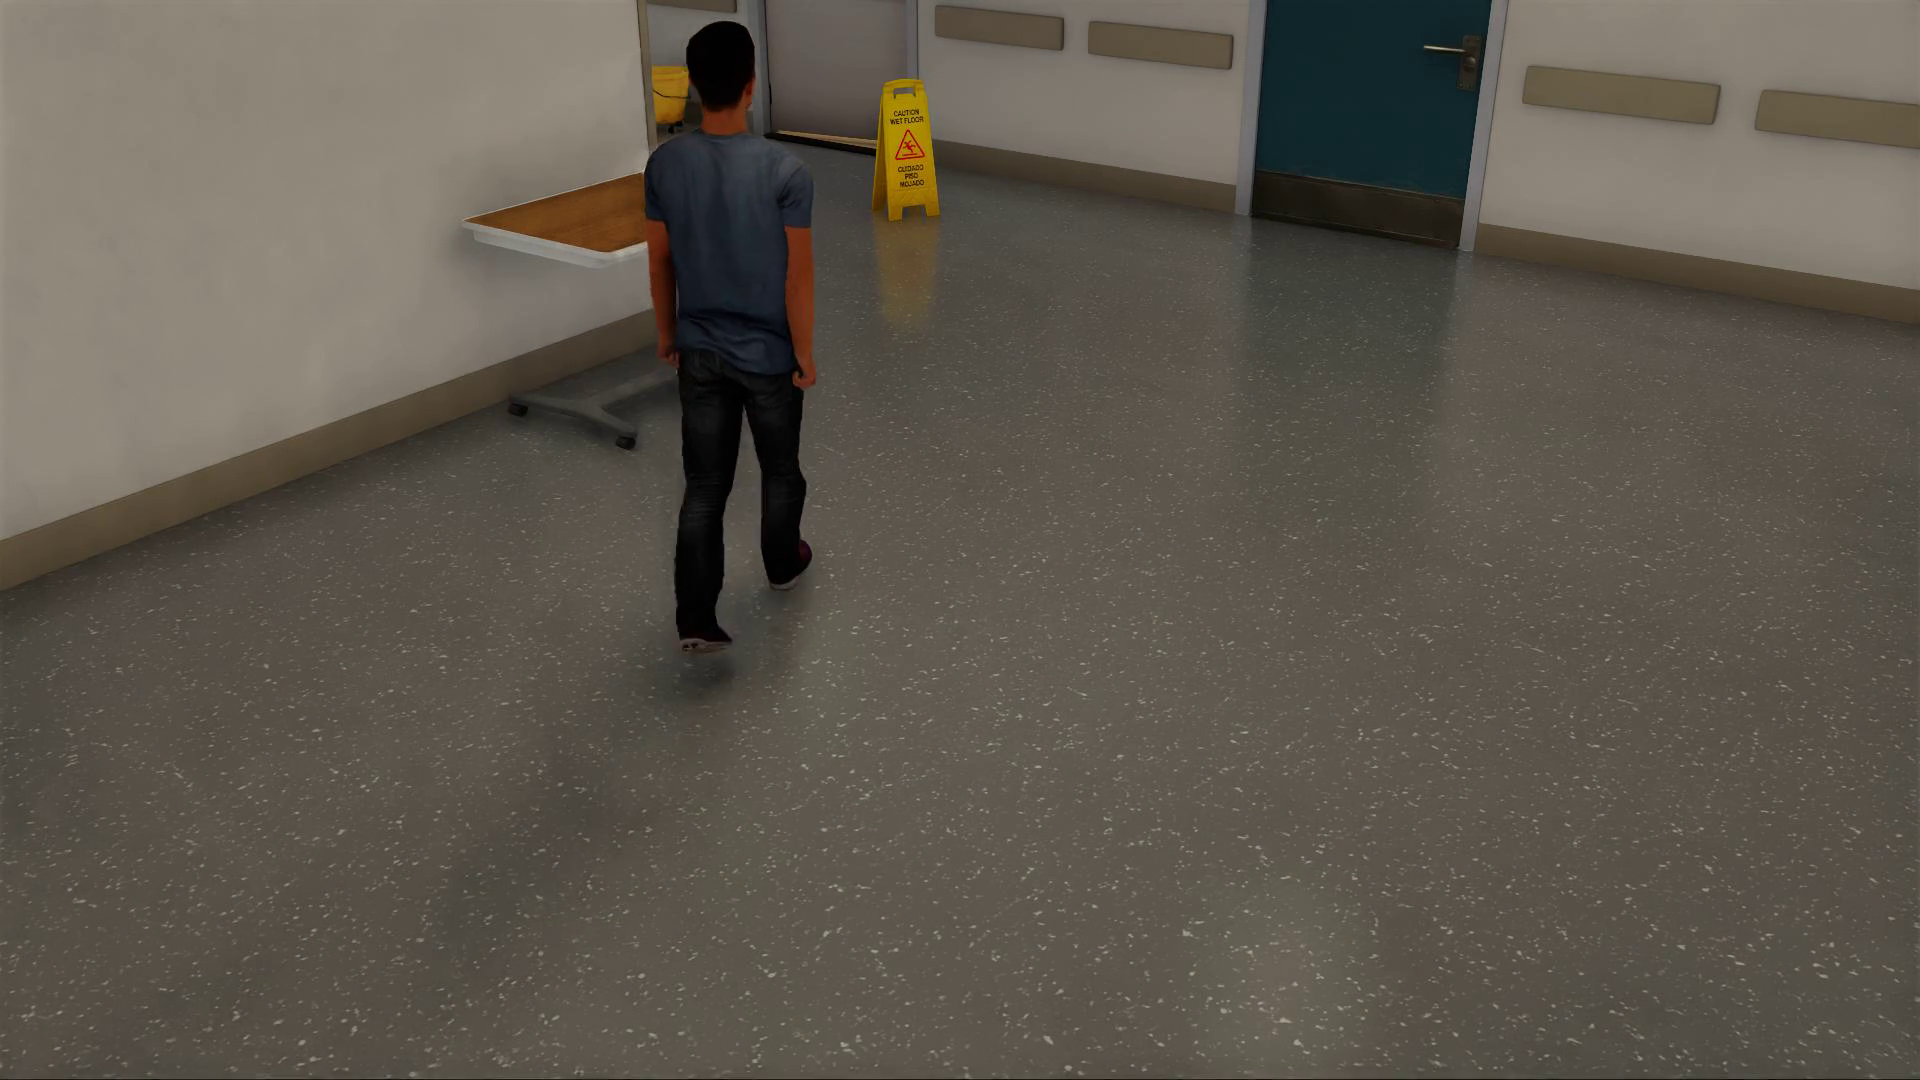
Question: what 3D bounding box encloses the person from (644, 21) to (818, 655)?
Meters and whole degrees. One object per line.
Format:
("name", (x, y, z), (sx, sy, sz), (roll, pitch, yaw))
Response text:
("person", (-0.665, -0.506, 4.726), (1.174, 1.776, 1.045), (4, 26, 9))
